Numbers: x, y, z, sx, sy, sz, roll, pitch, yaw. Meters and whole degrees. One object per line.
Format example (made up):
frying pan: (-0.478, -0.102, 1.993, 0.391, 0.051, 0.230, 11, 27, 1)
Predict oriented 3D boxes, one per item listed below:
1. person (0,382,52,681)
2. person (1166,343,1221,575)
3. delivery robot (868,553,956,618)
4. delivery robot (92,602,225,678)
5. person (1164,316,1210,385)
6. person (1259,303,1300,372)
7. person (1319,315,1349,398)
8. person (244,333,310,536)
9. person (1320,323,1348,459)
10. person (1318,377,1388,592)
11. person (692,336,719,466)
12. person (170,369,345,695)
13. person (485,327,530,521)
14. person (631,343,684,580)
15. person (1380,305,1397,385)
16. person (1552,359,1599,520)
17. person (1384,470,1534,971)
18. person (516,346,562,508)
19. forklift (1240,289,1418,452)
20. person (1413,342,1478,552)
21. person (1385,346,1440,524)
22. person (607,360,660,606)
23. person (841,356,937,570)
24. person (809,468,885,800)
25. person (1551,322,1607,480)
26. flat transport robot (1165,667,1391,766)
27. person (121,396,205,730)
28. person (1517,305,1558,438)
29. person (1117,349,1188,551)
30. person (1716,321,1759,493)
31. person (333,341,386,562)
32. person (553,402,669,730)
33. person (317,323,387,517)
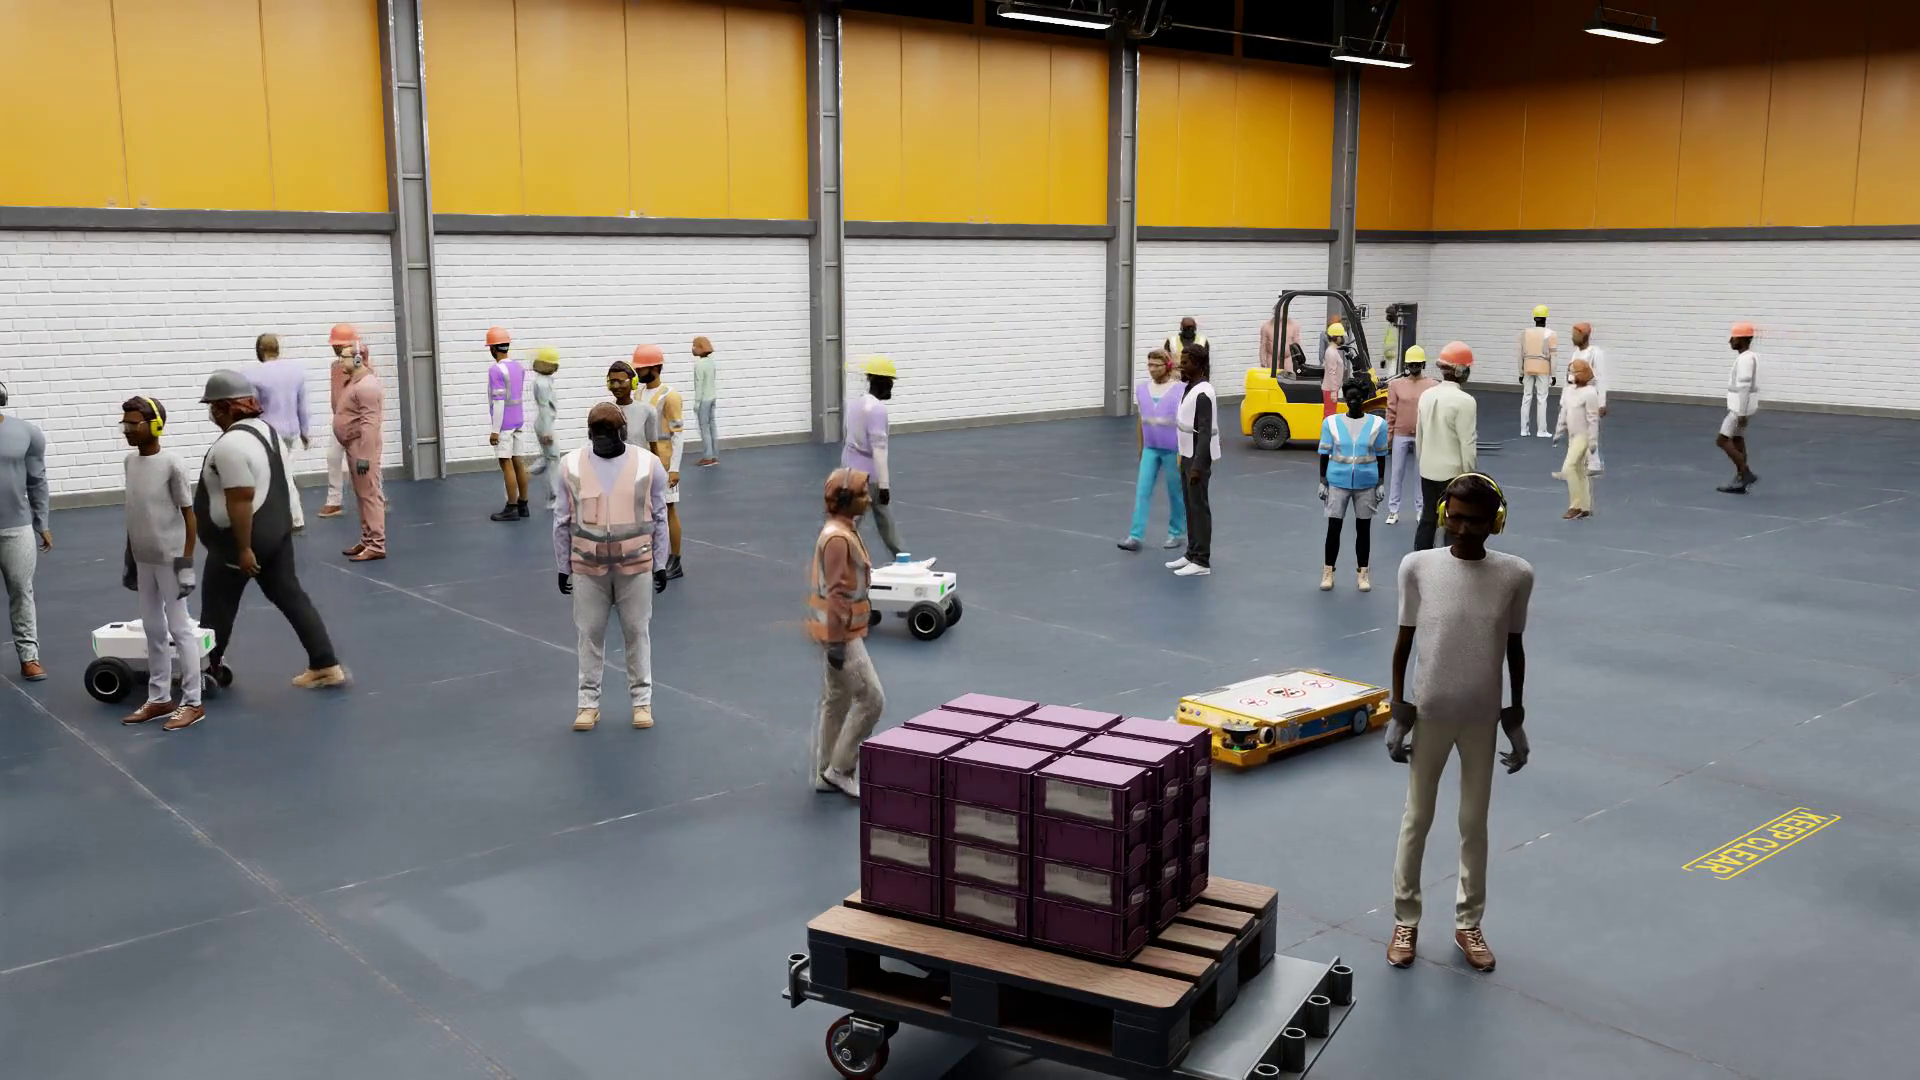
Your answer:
person: (-5.934, -0.069, 10.239, 0.627, 1.940, 0.370, -7, 12, -35)
person: (1.955, -0.666, 13.804, 0.392, 1.917, 0.592, -1, 10, -4)
delivery robot: (-0.399, 0.336, 11.641, 0.707, 0.478, 0.477, 3, 10, 15)
delivery robot: (-4.794, 0.617, 9.995, 0.707, 0.478, 0.477, -1, 10, -3)
person: (3.130, -2.197, 23.084, 0.651, 1.820, 0.440, 1, 10, 8)
person: (5.207, -2.923, 27.100, 0.668, 1.888, 0.451, 1, 10, 5)
person: (6.416, -3.050, 28.588, 0.501, 1.631, 0.287, 3, 10, 18)
person: (-6.565, -0.996, 15.741, 0.939, 1.901, 0.648, 5, 11, 27)
person: (4.873, -1.938, 21.693, 0.311, 1.768, 0.532, 2, 10, 11)
person: (3.082, -0.433, 13.080, 0.540, 1.695, 0.317, 2, 10, 12)
person: (-3.215, -1.746, 20.953, 0.271, 1.631, 0.506, 3, 10, 17)
person: (-4.263, -0.079, 10.003, 1.036, 2.000, 0.682, 1, 10, 4)
person: (-4.554, -1.155, 16.610, 0.370, 1.933, 0.550, 2, 10, 12)
person: (-2.492, -0.632, 13.547, 0.549, 1.933, 0.373, 8, 13, 41)
person: (7.292, -3.020, 27.875, 0.505, 1.820, 0.690, -2, 10, -12)
person: (6.139, -0.998, 16.637, 0.533, 1.617, 0.518, -1, 10, -4)
person: (1.840, 0.672, 6.153, 0.518, 1.857, 0.327, 1, 10, 8)
person: (-4.365, -1.156, 17.290, 0.591, 1.709, 0.505, -2, 10, -11)
forklift: (5.034, -2.339, 22.783, 2.313, 2.155, 1.214, 3, 10, 16)
person: (3.739, -0.502, 12.670, 0.414, 1.984, 0.651, -4, 11, -24)
person: (4.436, -1.021, 16.321, 0.533, 1.768, 0.311, 2, 10, 13)
person: (-2.483, -0.401, 12.402, 0.517, 1.868, 0.334, 1, 10, 5)
person: (-0.683, -0.525, 13.186, 1.082, 1.849, 0.623, -3, 10, -18)
person: (-0.534, 0.462, 8.044, 0.425, 1.624, 0.546, 0, 10, -1)
person: (7.267, -1.626, 19.595, 0.834, 1.849, 0.615, -1, 10, -9)
flat transport robot: (1.754, 0.947, 9.164, 1.431, 0.197, 0.652, -8, 13, -41)
person: (-4.483, 0.128, 9.288, 0.519, 1.874, 0.331, 5, 11, 25)
person: (8.406, -2.450, 24.205, 0.590, 1.930, 0.358, 9, 13, 42)
person: (1.756, -0.782, 14.785, 0.599, 1.801, 0.901, 7, 12, 36)
person: (8.626, -1.463, 18.451, 0.403, 1.918, 0.560, 5, 11, 29)
person: (-5.221, -0.775, 14.461, 0.410, 1.912, 0.643, -5, 11, -27)
person: (-1.938, 0.148, 9.263, 0.633, 1.839, 0.429, -1, 10, -7)
person: (-6.159, -1.204, 16.821, 0.638, 1.962, 0.673, 7, 12, 36)
